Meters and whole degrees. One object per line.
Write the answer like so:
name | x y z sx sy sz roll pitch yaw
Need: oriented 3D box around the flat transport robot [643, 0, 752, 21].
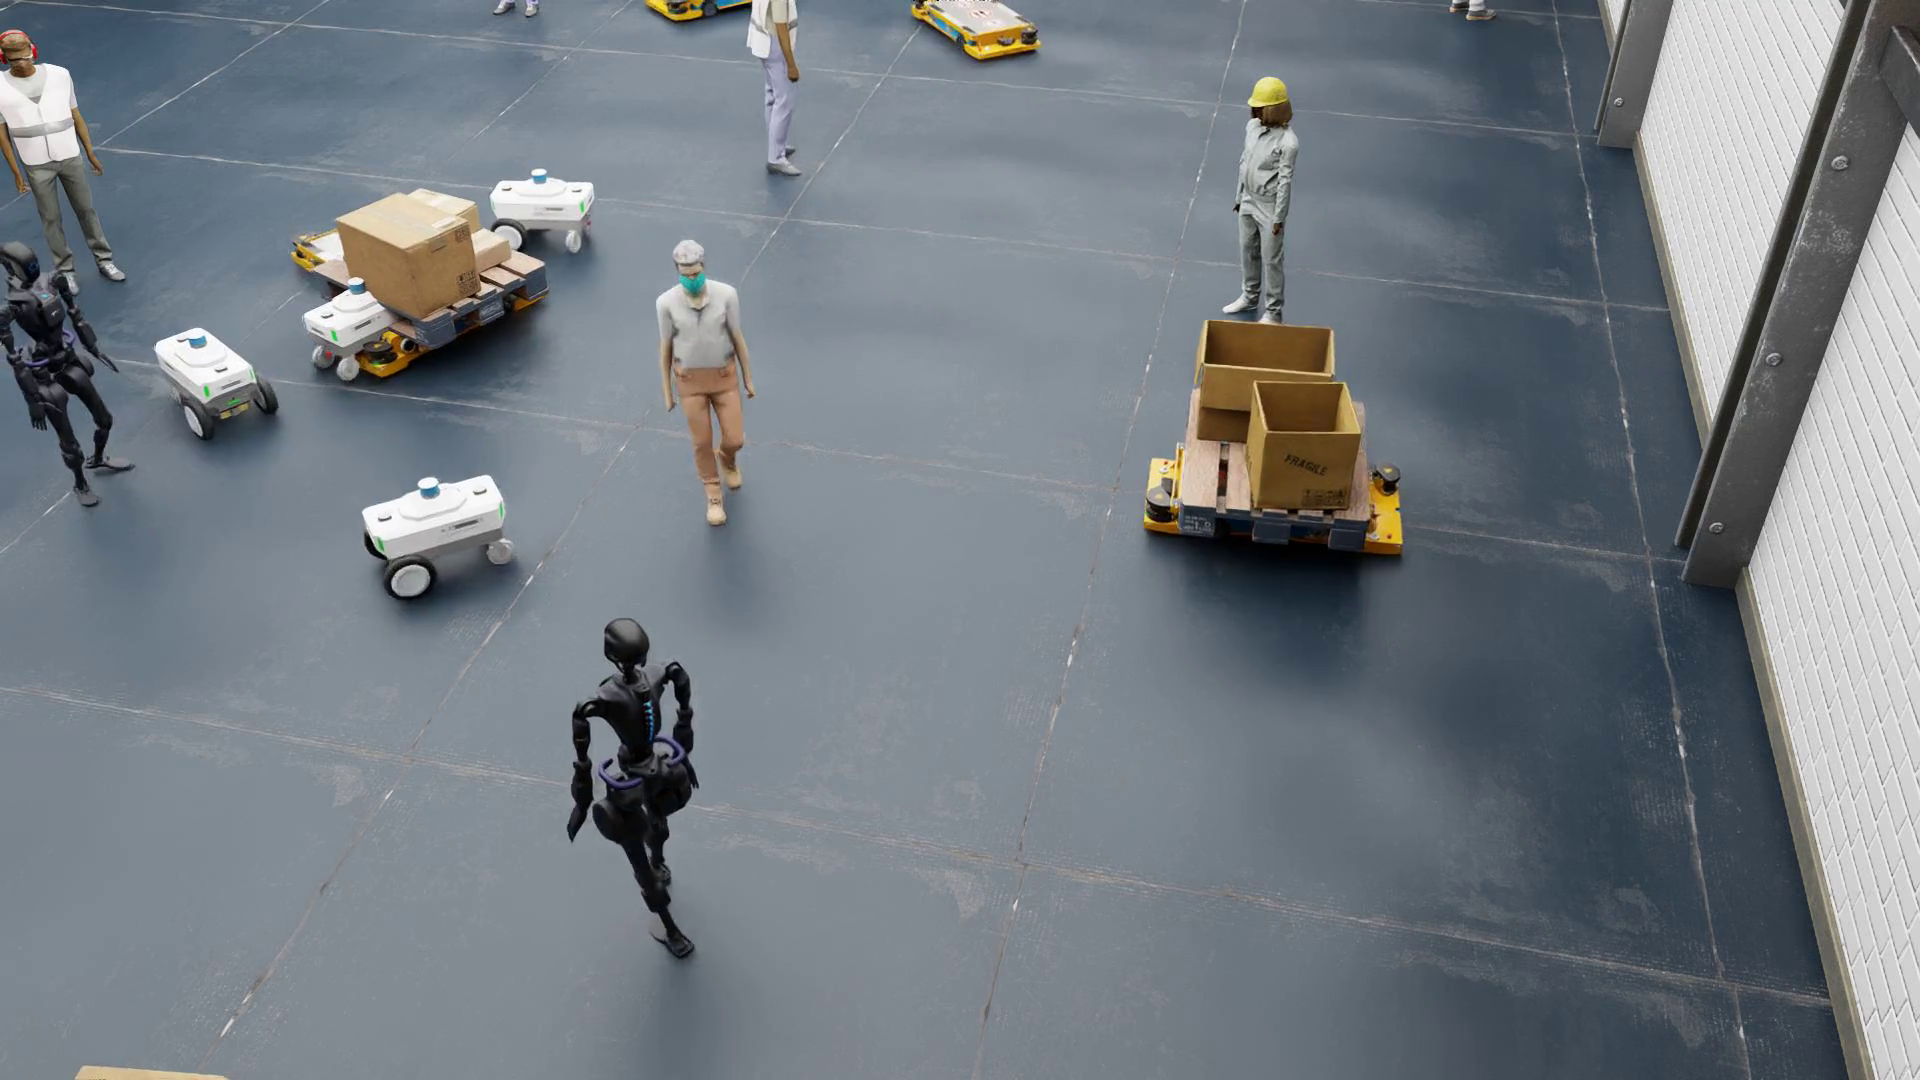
flat transport robot | -2.364 -5.463 16.529 1.431 0.231 0.659 -24 43 -28

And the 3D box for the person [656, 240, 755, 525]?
person | -1.398 -0.886 9.184 0.507 1.727 0.421 -7 37 -9

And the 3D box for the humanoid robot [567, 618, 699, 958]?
humanoid robot | -1.354 0.967 6.769 0.593 1.639 0.656 -29 45 -33

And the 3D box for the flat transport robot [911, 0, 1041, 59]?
flat transport robot | 0.141 -4.917 15.798 0.659 0.231 1.431 -17 40 -22

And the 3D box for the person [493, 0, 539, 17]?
person | -4.317 -5.947 15.857 0.562 1.850 0.390 8 38 11

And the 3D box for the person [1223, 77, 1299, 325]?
person | 1.985 -2.204 10.948 0.344 1.732 0.482 -19 41 -24

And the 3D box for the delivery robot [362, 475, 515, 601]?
delivery robot | -2.850 -0.075 9.064 0.759 0.575 0.499 -18 40 -23

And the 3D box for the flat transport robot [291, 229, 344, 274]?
flat transport robot | -4.098 -1.938 11.812 1.431 0.231 0.659 29 46 33

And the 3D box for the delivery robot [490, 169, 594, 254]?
delivery robot | -3.088 -2.422 12.230 0.778 0.606 0.515 2 37 2

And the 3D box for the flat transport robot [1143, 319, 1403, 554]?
flat transport robot | 1.797 -0.244 9.545 1.431 0.231 0.659 6 37 8

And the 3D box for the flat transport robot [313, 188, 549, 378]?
flat transport robot | -3.565 -1.565 11.313 0.659 0.231 1.431 24 43 29

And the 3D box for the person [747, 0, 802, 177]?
person | -1.453 -3.801 12.996 0.398 1.844 0.626 -13 39 -16

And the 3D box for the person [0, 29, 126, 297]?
person | -6.204 -2.590 11.374 0.562 1.837 0.390 -27 45 -32

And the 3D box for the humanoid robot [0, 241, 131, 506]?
humanoid robot | -5.072 -0.959 9.324 0.406 1.639 0.604 10 38 13

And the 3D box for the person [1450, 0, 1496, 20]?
person | 5.000 -5.924 15.800 0.361 1.882 0.574 -14 39 -17

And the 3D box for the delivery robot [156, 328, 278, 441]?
delivery robot | -4.666 -1.021 10.336 0.773 0.582 0.499 31 46 34

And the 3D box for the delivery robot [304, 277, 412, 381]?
delivery robot | -3.886 -1.440 10.902 0.499 0.589 0.785 25 43 29

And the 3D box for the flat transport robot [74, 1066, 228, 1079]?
flat transport robot | -2.946 2.738 5.554 0.659 0.231 1.431 3 37 4
